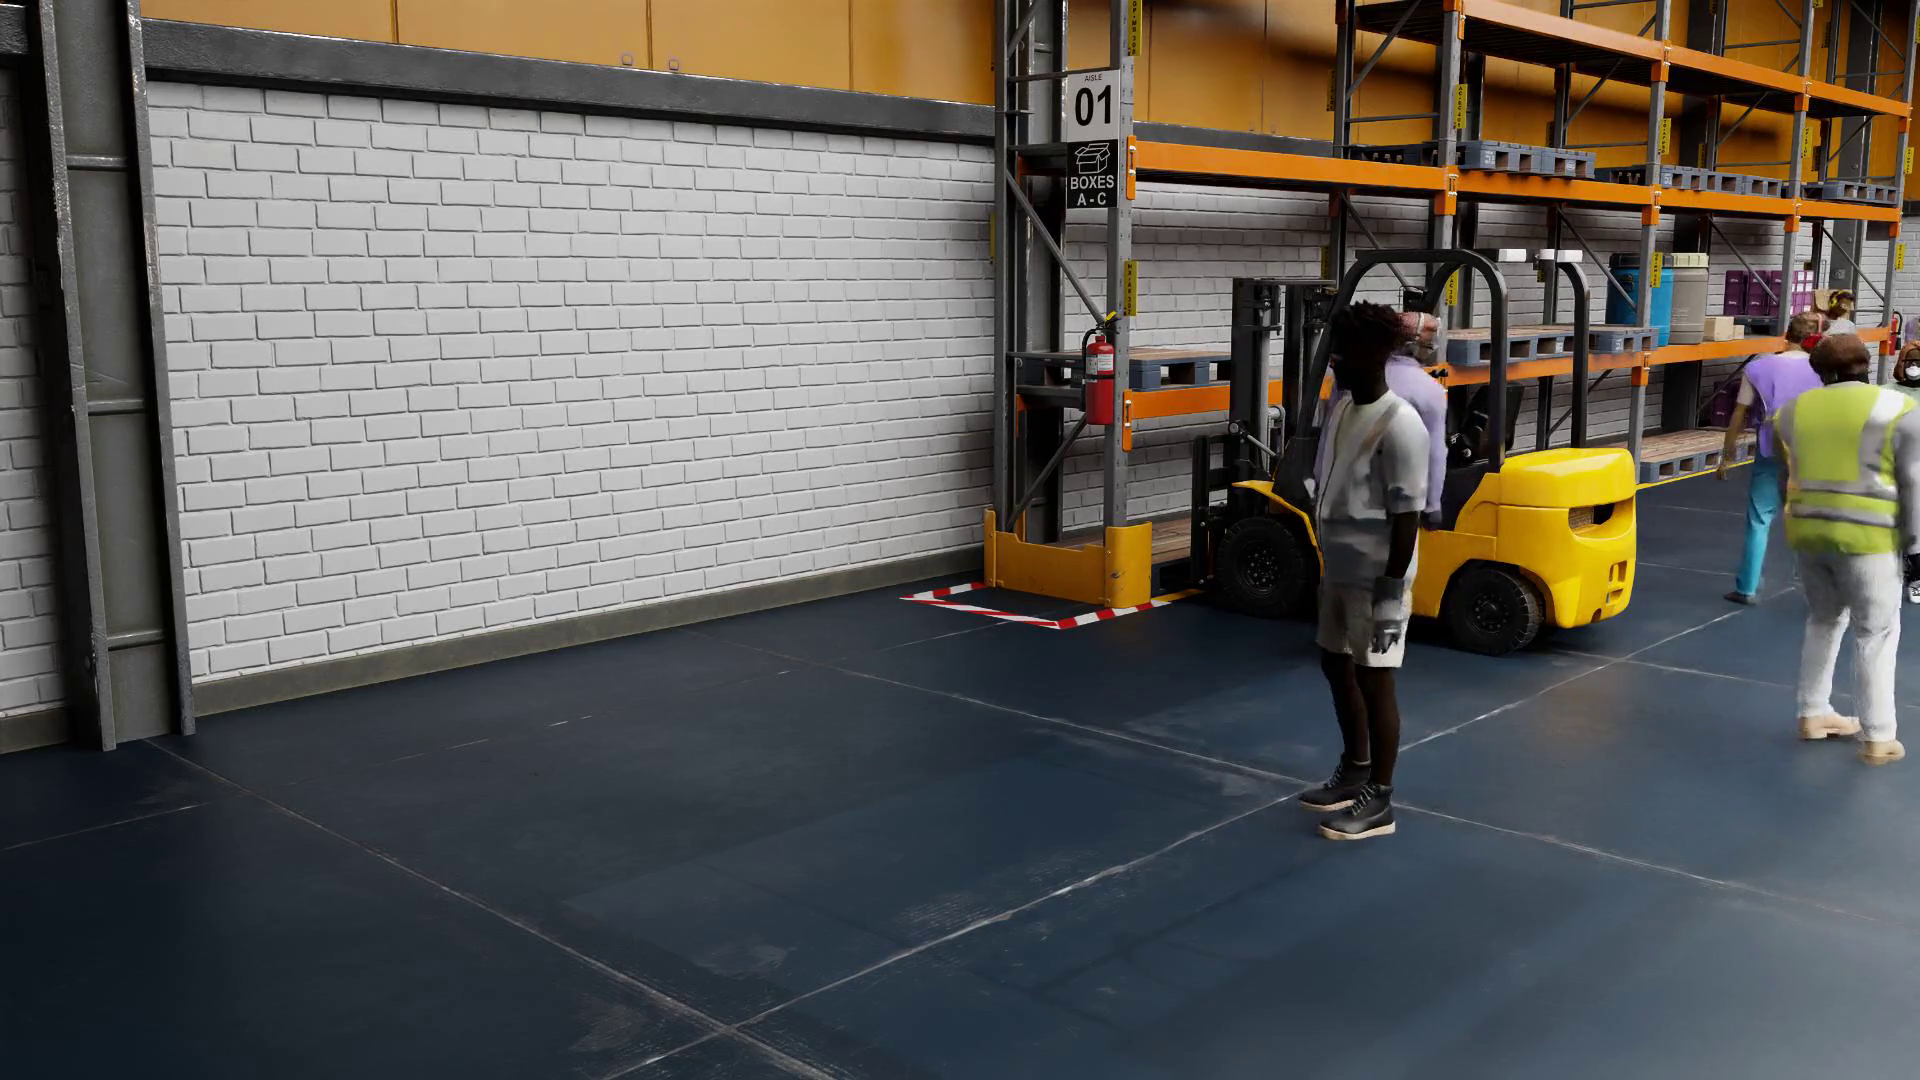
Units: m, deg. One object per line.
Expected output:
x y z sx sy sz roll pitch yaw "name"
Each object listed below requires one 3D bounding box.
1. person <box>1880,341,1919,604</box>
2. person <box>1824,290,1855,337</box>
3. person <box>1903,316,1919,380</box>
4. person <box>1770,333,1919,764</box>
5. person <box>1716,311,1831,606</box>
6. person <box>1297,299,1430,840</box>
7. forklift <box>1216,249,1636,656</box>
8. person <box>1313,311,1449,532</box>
5.866 -0.416 10.308 0.507 1.631 0.266 5 10 27 "person"
9.251 -1.738 17.798 0.574 1.842 0.384 3 10 18 "person"
10.923 -1.911 18.697 0.596 1.897 0.927 5 11 29 "person"
3.802 0.019 7.148 0.439 1.806 0.656 -6 11 -33 "person"
4.989 -0.471 10.091 0.715 1.825 0.482 3 10 15 "person"
1.479 0.110 6.076 0.365 1.962 0.628 -2 9 -10 "person"
2.710 -0.584 9.626 2.313 2.155 1.214 9 13 43 "forklift"
2.196 -0.251 8.639 0.543 1.860 0.739 -6 11 -32 "person"
